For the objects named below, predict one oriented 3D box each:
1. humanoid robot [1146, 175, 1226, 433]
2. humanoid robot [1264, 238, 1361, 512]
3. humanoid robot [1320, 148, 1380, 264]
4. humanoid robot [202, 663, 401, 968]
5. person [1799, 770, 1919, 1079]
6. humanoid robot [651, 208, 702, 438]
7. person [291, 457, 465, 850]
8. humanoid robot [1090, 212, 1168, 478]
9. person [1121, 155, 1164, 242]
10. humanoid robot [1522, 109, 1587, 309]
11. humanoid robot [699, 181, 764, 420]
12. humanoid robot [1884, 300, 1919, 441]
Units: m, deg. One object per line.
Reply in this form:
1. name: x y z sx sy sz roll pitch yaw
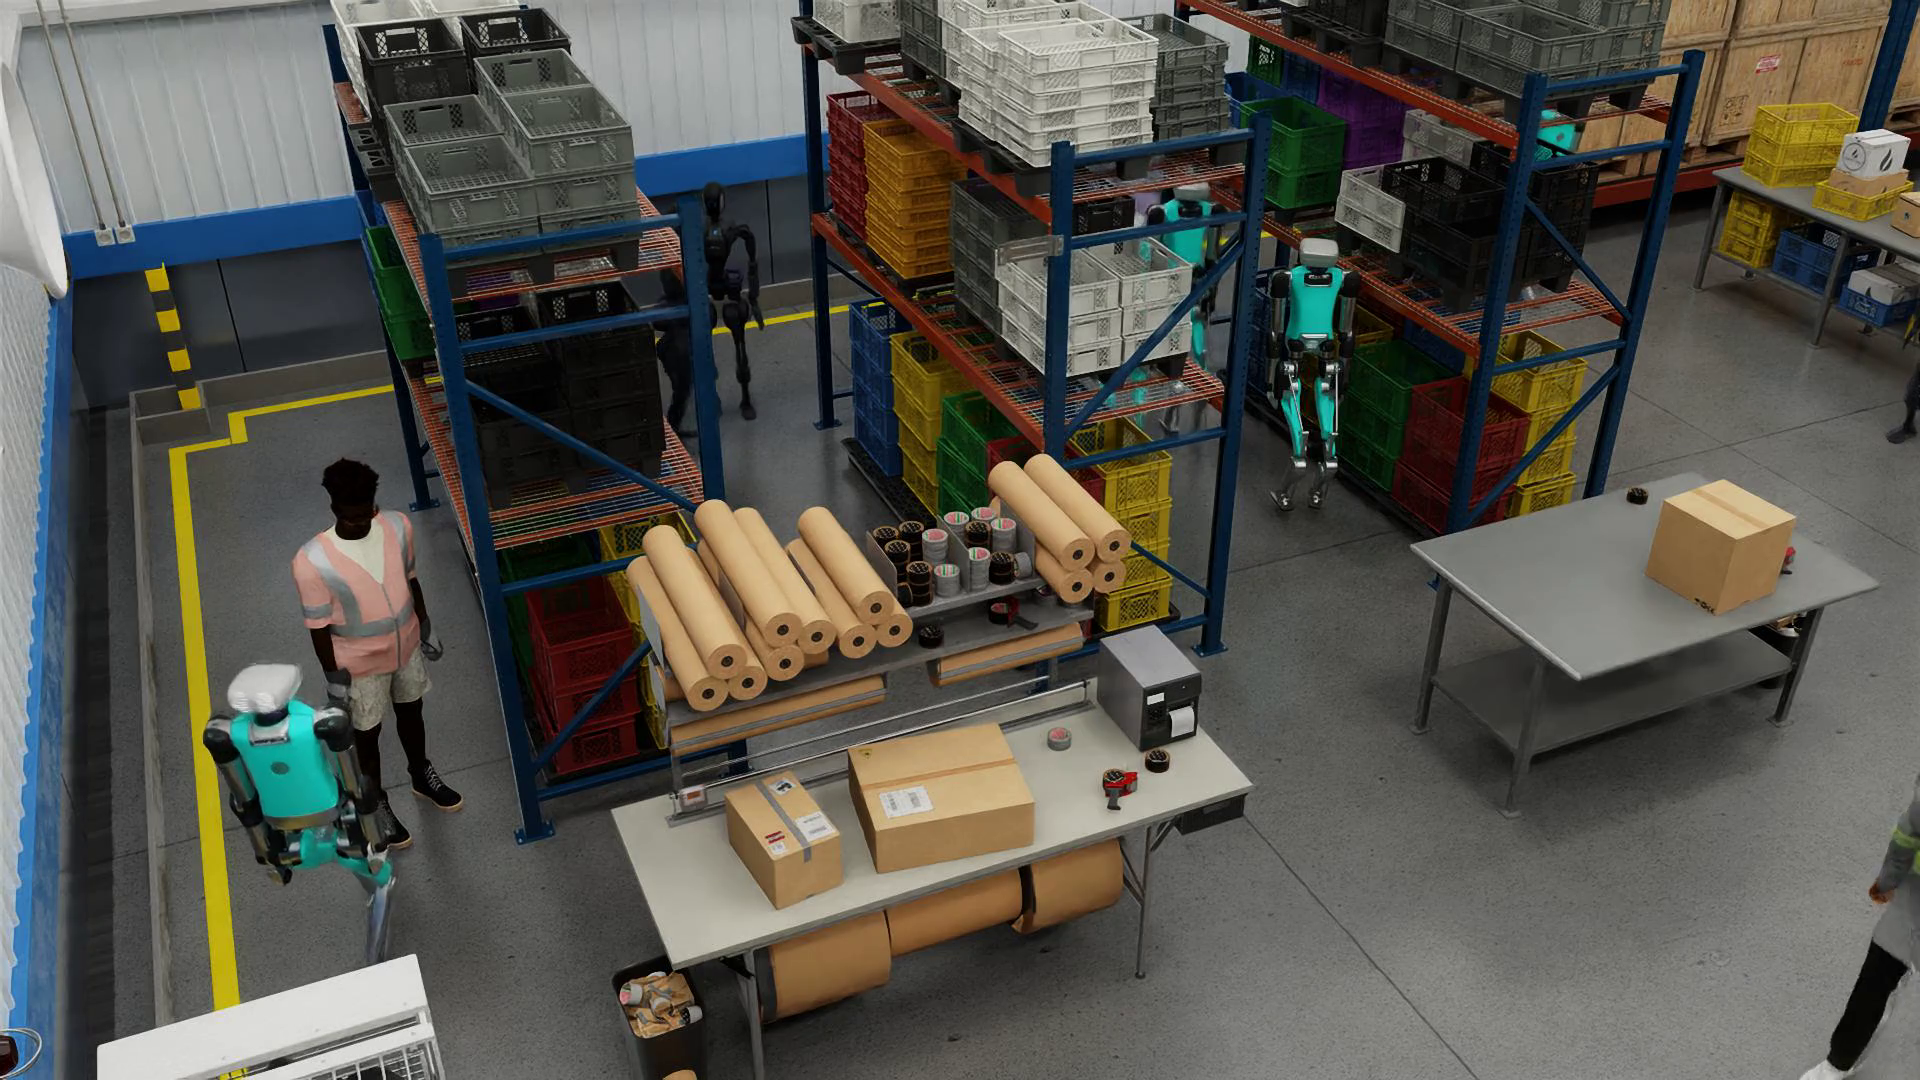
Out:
1. humanoid robot: 1.500 -1.435 10.942 0.540 1.846 0.660 -7 32 -11
2. humanoid robot: 2.100 -0.901 9.906 0.533 1.677 0.735 0 32 0
3. humanoid robot: 3.151 -2.779 13.164 0.612 1.642 0.501 -23 39 -33
4. humanoid robot: -2.584 1.081 6.847 0.551 1.799 0.917 -4 32 -6
5. person: 3.757 1.392 6.238 0.785 1.817 0.624 -12 33 -18
6. humanoid robot: -1.853 -1.369 10.860 0.414 1.646 0.618 4 32 7
7. person: -2.631 0.501 7.546 0.376 1.958 0.602 20 37 29
8. humanoid robot: 0.999 -1.037 10.317 0.536 1.832 0.820 3 32 4
9. person: 1.443 -2.414 12.215 0.431 2.025 0.618 -15 35 -23
10. humanoid robot: 4.419 -2.780 13.133 0.537 1.775 1.024 -8 33 -13
11. humanoid robot: -1.630 -1.606 11.222 0.584 1.655 0.340 -4 32 -6
12. humanoid robot: 6.474 -1.344 10.797 0.324 1.656 0.589 -21 37 -30
